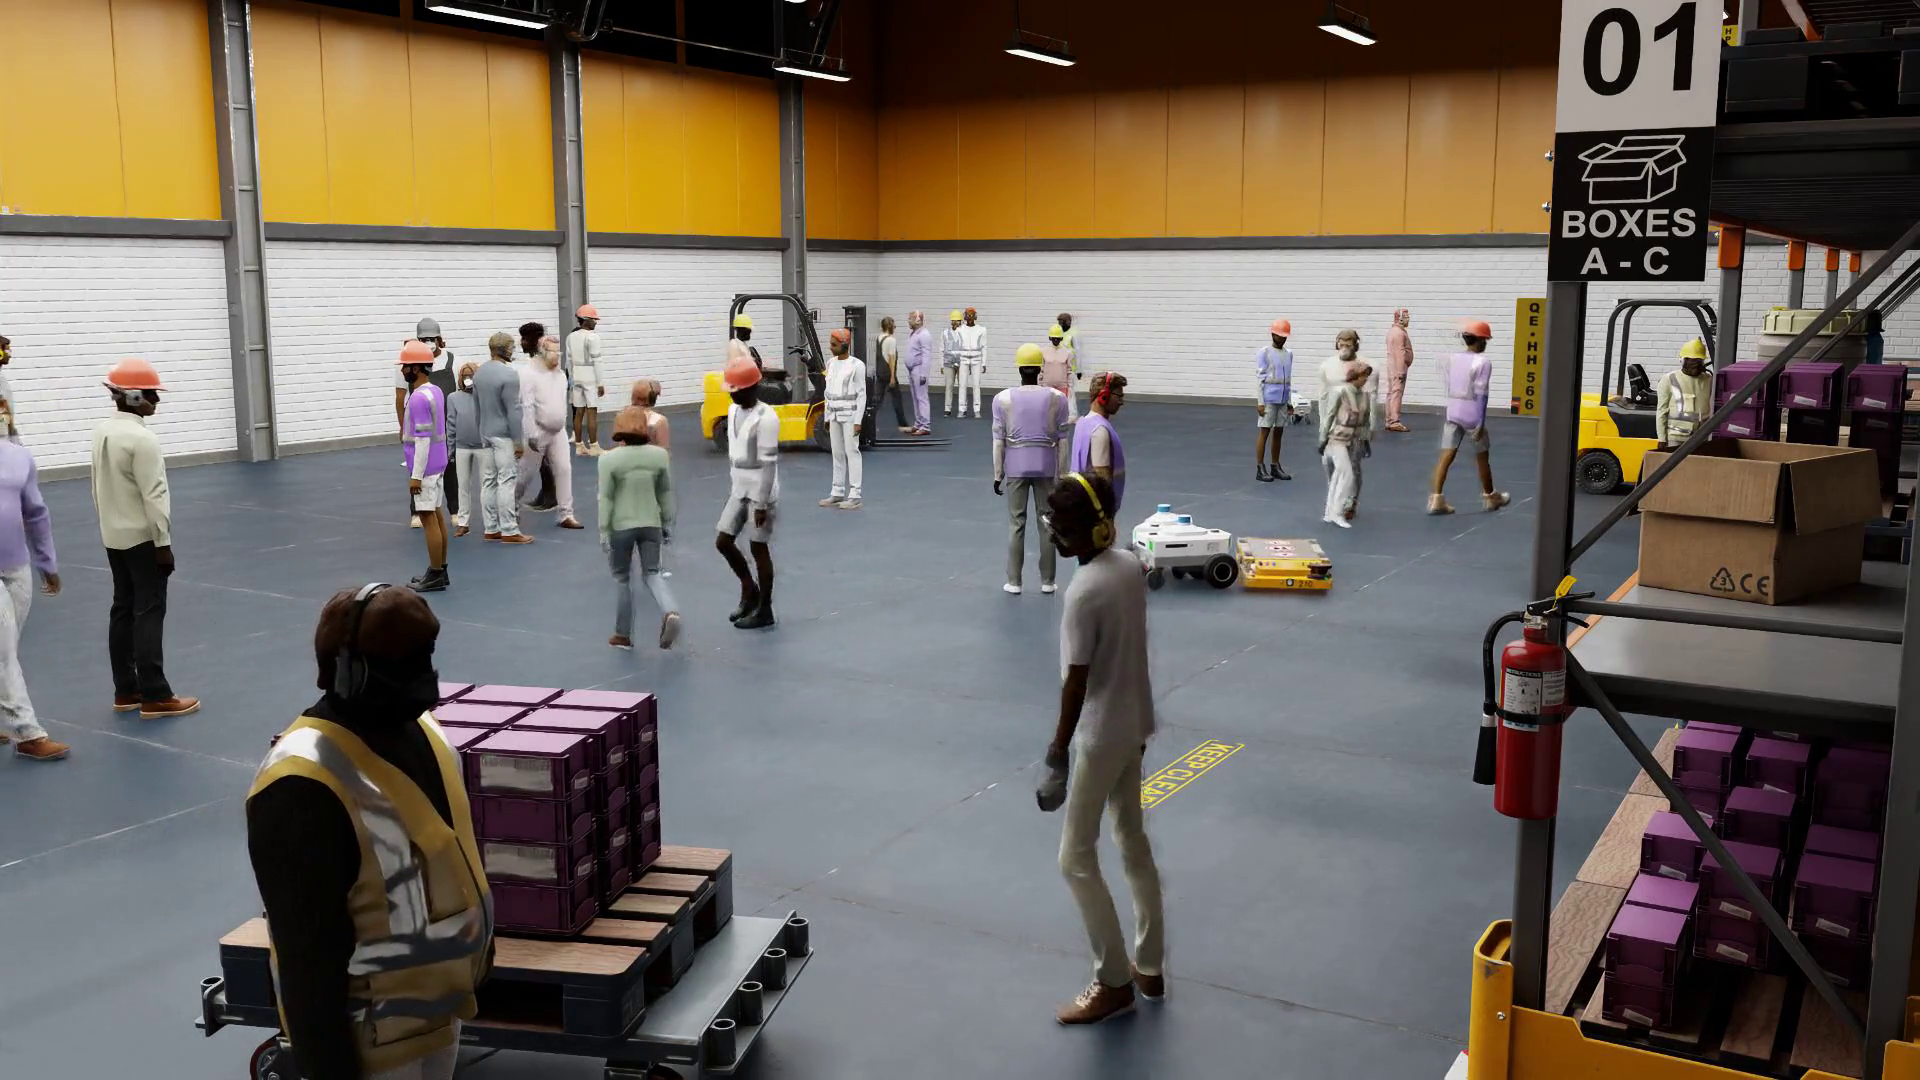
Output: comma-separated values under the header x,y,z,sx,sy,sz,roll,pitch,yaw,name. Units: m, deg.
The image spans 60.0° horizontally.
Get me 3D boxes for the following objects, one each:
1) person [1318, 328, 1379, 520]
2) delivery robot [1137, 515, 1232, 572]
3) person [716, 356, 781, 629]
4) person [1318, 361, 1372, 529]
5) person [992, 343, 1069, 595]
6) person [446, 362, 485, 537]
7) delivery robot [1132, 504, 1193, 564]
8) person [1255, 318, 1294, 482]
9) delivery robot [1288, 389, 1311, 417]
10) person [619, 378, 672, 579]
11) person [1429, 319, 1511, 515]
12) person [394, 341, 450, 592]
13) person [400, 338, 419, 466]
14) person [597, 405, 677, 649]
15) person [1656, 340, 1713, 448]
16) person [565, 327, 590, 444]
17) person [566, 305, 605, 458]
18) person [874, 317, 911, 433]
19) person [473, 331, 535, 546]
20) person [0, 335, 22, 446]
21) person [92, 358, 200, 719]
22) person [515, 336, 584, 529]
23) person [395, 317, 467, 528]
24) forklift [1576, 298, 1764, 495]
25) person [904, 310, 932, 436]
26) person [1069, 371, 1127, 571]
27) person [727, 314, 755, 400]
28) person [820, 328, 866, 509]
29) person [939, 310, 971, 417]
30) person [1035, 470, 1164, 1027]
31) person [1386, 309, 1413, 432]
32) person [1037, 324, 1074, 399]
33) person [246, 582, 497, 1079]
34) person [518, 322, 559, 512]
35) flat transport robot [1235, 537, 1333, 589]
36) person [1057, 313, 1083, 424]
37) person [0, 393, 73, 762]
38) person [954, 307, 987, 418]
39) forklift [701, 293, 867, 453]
x,y,z,sx,sy,sz,roll,pitch,yaw,name
3.860,-1.151,16.601,0.638,1.913,0.419,5,11,31,person
1.757,0.045,13.073,0.707,0.478,0.477,-2,9,-13,delivery robot
-1.454,-0.314,11.401,0.472,1.903,0.609,-8,12,-39,person
3.751,-0.921,16.077,0.529,1.613,0.542,-7,12,-39,person
0.535,-0.537,12.716,0.587,1.930,0.362,-1,9,-3,person
-4.539,-0.840,15.525,0.498,1.634,0.278,-1,9,-4,person
1.669,-0.049,13.657,0.477,0.478,0.707,4,10,22,delivery robot
3.749,-1.654,19.699,0.543,1.927,0.375,-6,11,-33,person
5.464,-2.230,27.271,0.477,0.478,0.707,-3,10,-15,delivery robot
-2.536,-0.468,13.219,0.529,1.626,0.435,5,10,30,person
5.221,-1.252,17.001,1.043,1.987,0.618,-5,11,-30,person
-4.152,-0.564,12.862,0.354,1.939,0.544,-1,9,-6,person
-6.903,-1.745,21.158,0.515,1.641,0.314,3,10,21,person
-2.069,-0.061,10.767,0.513,1.612,0.624,-6,11,-33,person
6.938,-0.994,15.878,0.596,1.830,0.404,-1,9,-8,person
-5.460,-2.230,24.022,0.533,1.692,0.319,2,9,12,person
-4.987,-2.123,22.279,0.606,2.039,0.395,7,11,36,person
-1.139,-2.525,25.600,0.903,1.817,0.526,-7,12,-39,person
-4.154,-0.915,15.059,0.630,1.936,0.366,8,12,42,person
-9.212,-1.029,16.000,0.329,1.863,0.506,-9,13,-43,person
-4.547,-0.011,9.236,0.622,1.990,0.396,7,11,37,person
-4.066,-1.047,16.111,0.926,1.868,0.644,7,11,36,person
-5.088,-1.131,16.080,0.689,2.000,0.539,-3,10,-19,person
7.954,-1.589,18.462,2.313,2.155,1.214,5,11,30,forklift
-0.656,-2.542,25.309,0.402,1.906,0.652,-3,10,-17,person
0.866,-0.154,10.614,0.388,1.837,0.564,-1,9,-7,person
-2.890,-2.027,22.030,0.380,1.927,0.590,1,9,5,person
-1.223,-1.269,17.424,0.572,1.886,0.353,9,13,44,person
-0.063,-3.003,28.410,0.593,1.832,0.404,1,9,5,person
0.506,0.669,5.516,0.330,1.825,0.659,5,10,28,person
6.863,-2.649,25.971,0.408,1.909,0.638,0,9,2,person
1.309,-2.090,22.946,0.522,1.762,0.320,0,9,-1,person
-1.179,0.994,3.445,0.429,1.839,0.634,1,9,3,person
-4.344,-1.265,17.176,0.467,1.961,0.654,-1,9,-5,person
2.602,0.172,13.452,0.652,0.197,1.431,1,9,6,flat transport robot
1.623,-2.757,26.945,0.874,1.812,0.632,-5,10,-30,person
-4.902,0.157,8.477,0.843,1.906,0.651,3,10,17,person
0.170,-3.009,28.296,0.575,1.883,0.355,0,9,0,person
-2.458,-2.344,23.176,2.313,2.155,1.214,0,9,-2,forklift
